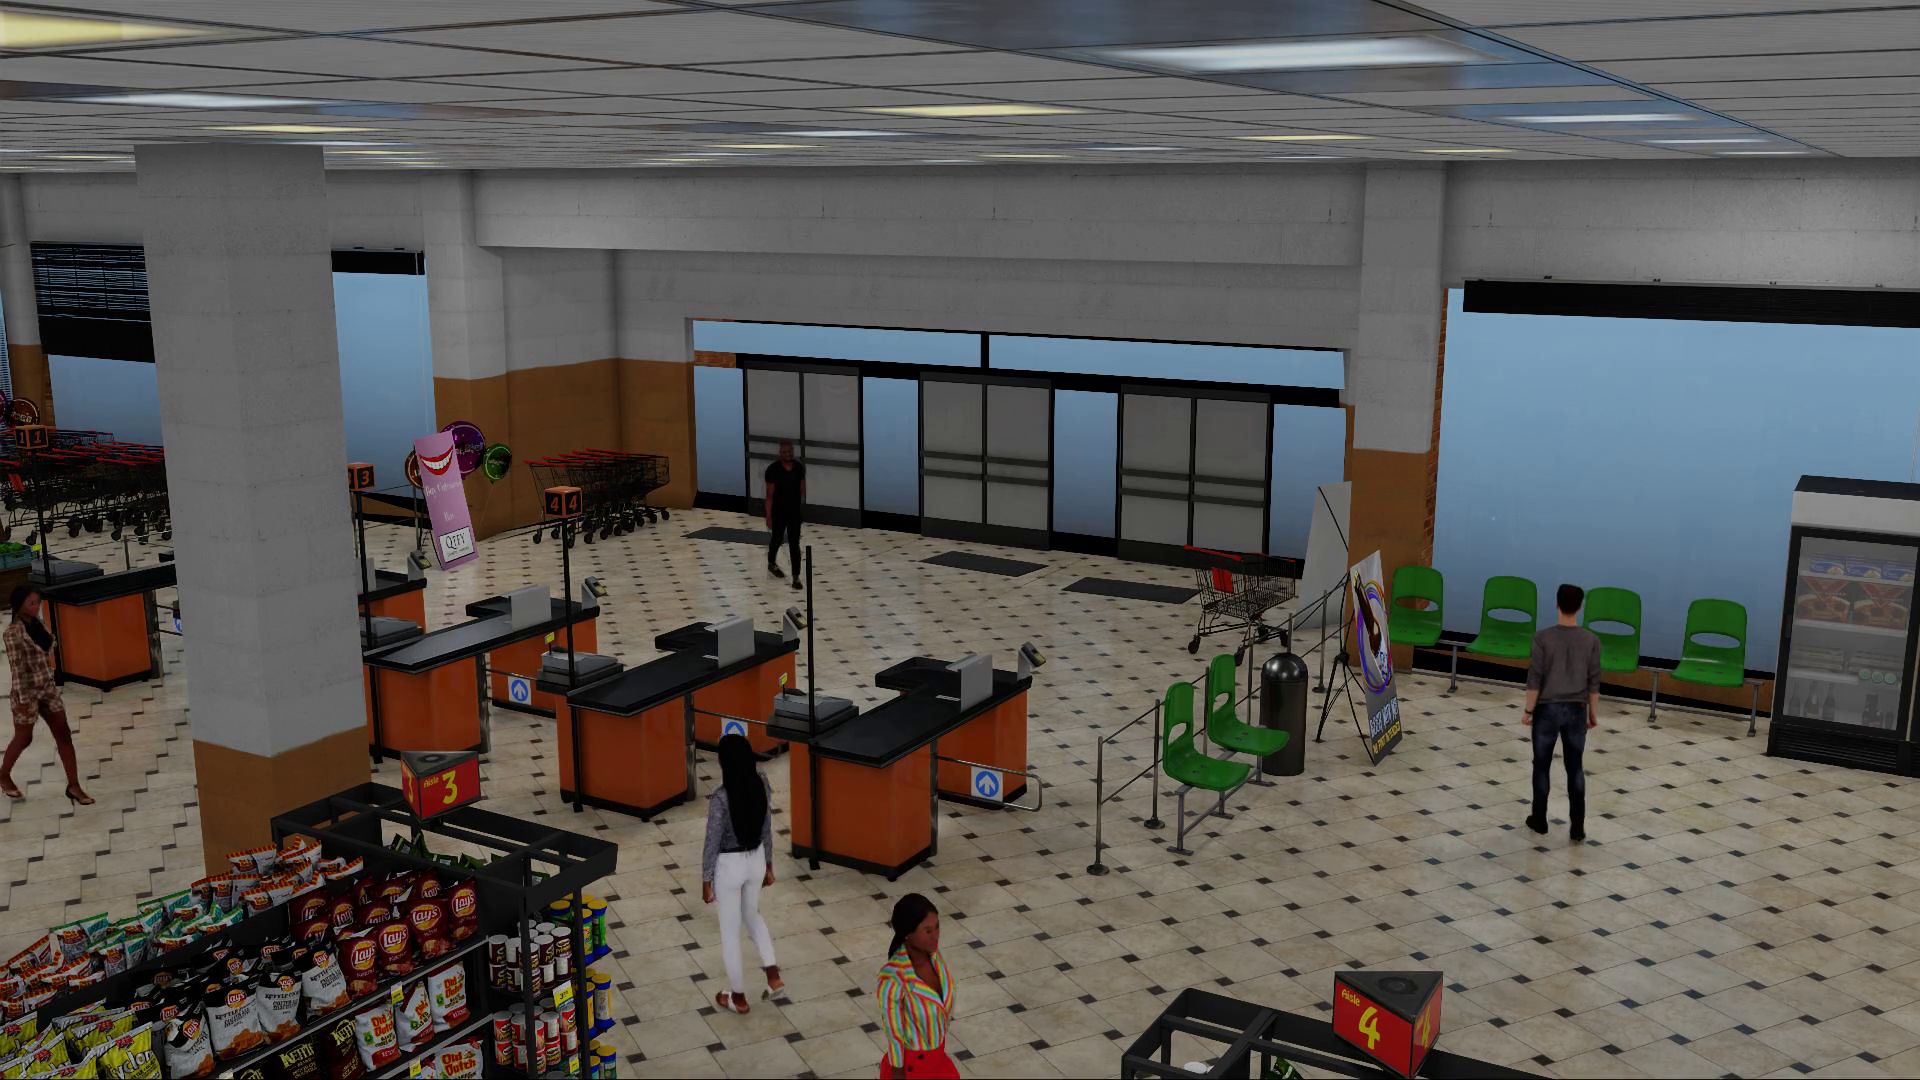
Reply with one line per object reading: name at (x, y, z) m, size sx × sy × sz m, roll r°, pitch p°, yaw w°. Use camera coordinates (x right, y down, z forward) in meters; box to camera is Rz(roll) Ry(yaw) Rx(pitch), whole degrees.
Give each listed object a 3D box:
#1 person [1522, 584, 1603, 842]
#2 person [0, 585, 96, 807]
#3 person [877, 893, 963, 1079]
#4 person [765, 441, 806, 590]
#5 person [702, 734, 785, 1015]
person at (4.450, 1.271, 12.277) m, size 0.836 × 1.911 × 0.873 m, roll 2°, pitch 12°, yaw 7°
person at (-7.225, 1.233, 12.847) m, size 0.874 × 1.750 × 1.092 m, roll 3°, pitch 12°, yaw 13°
person at (-0.257, 2.377, 7.334) m, size 0.655 × 1.782 × 0.646 m, roll 8°, pitch 14°, yaw 33°
person at (-2.138, -0.304, 20.124) m, size 1.298 × 1.759 × 1.224 m, roll -6°, pitch 13°, yaw -27°
person at (-1.216, 1.943, 9.558) m, size 0.784 × 1.716 × 0.758 m, roll 12°, pitch 17°, yaw 44°
